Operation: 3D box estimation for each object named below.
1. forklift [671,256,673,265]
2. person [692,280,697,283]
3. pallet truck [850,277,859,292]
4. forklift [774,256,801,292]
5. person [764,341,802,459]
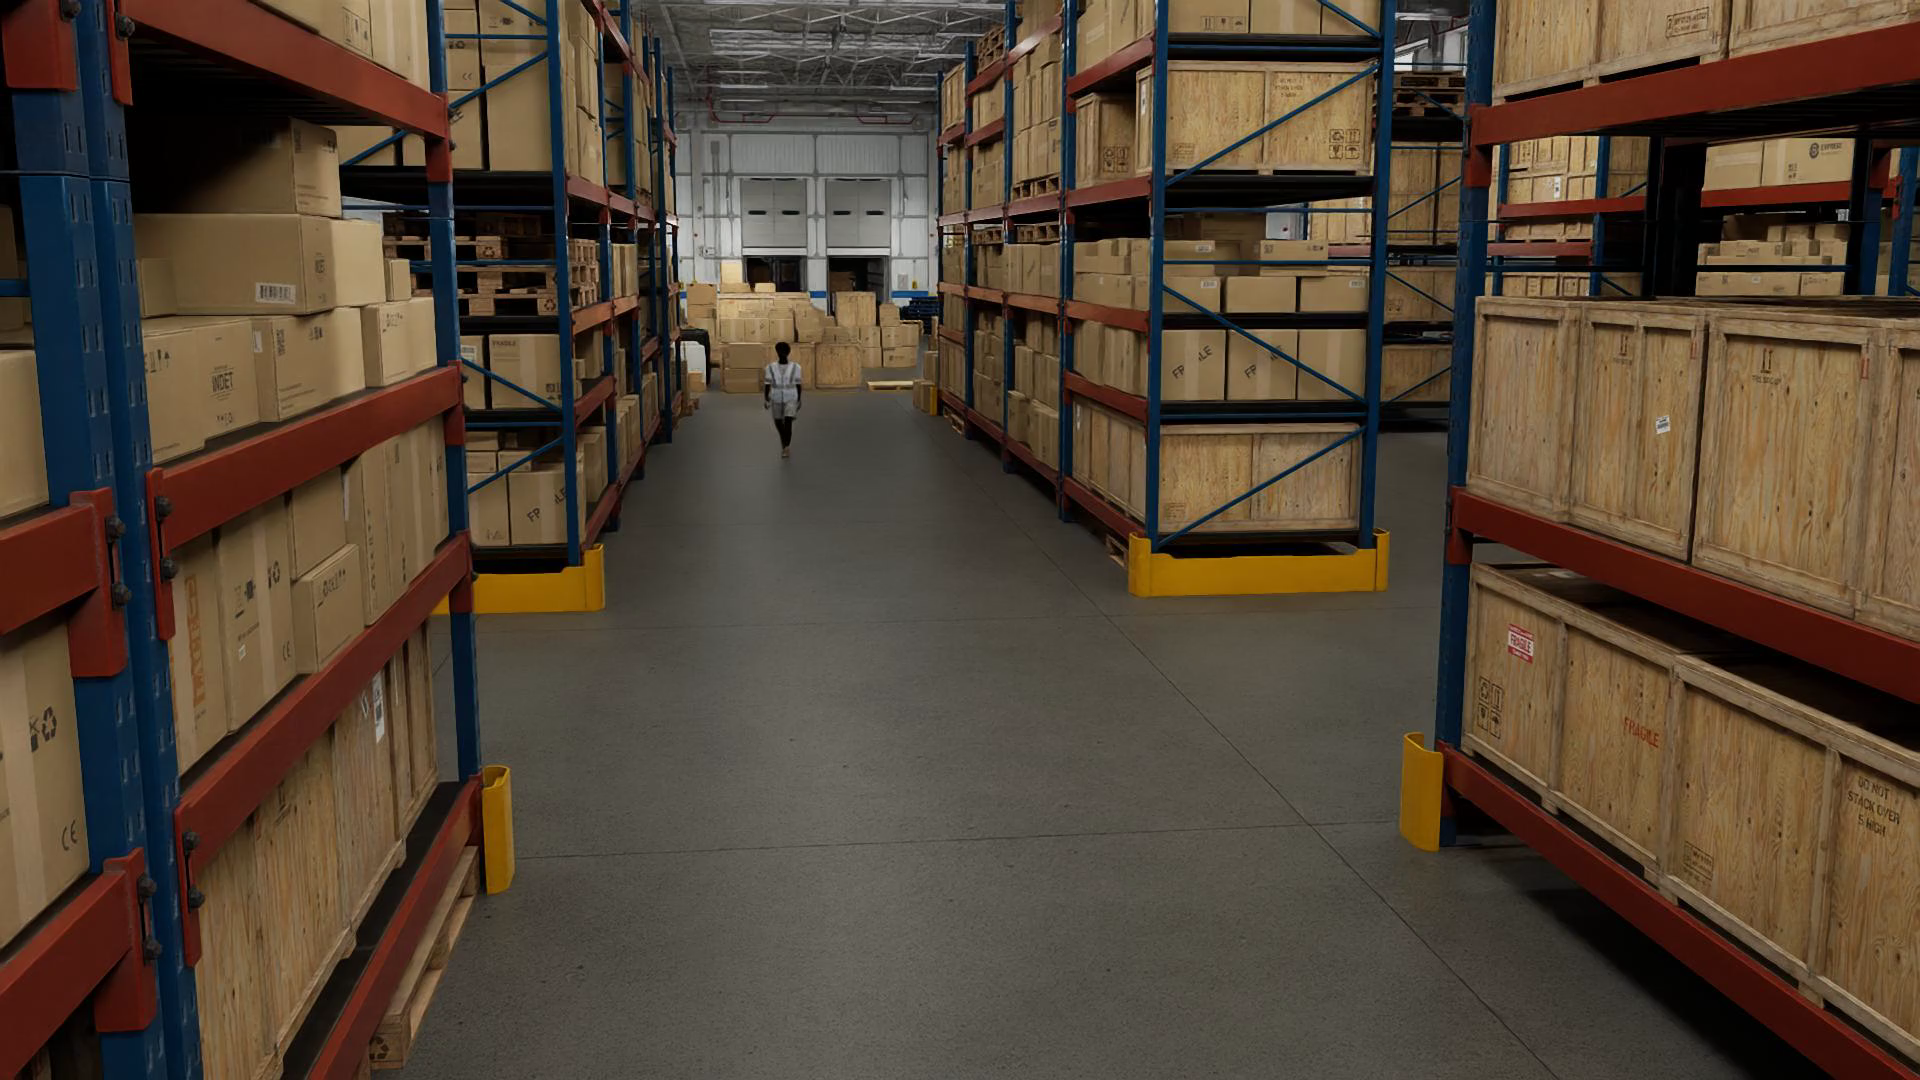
[{"bbox_3d":[-10.983,-9.065,61.341,1.129,2.768,1.873,-1,10,-7],"label":"forklift"},{"bbox_3d":[-10.008,-8.855,62.887,0.595,1.925,0.374,-1,10,-6],"label":"person"},{"bbox_3d":[-3.782,-9.391,65.808,1.885,1.965,0.823,2,10,10],"label":"pallet truck"},{"bbox_3d":[-6.208,-8.857,60.127,1.129,2.768,1.873,-6,12,-33],"label":"forklift"},{"bbox_3d":[-2.531,-2.030,23.912,0.536,1.668,0.757,1,10,4],"label":"person"}]
